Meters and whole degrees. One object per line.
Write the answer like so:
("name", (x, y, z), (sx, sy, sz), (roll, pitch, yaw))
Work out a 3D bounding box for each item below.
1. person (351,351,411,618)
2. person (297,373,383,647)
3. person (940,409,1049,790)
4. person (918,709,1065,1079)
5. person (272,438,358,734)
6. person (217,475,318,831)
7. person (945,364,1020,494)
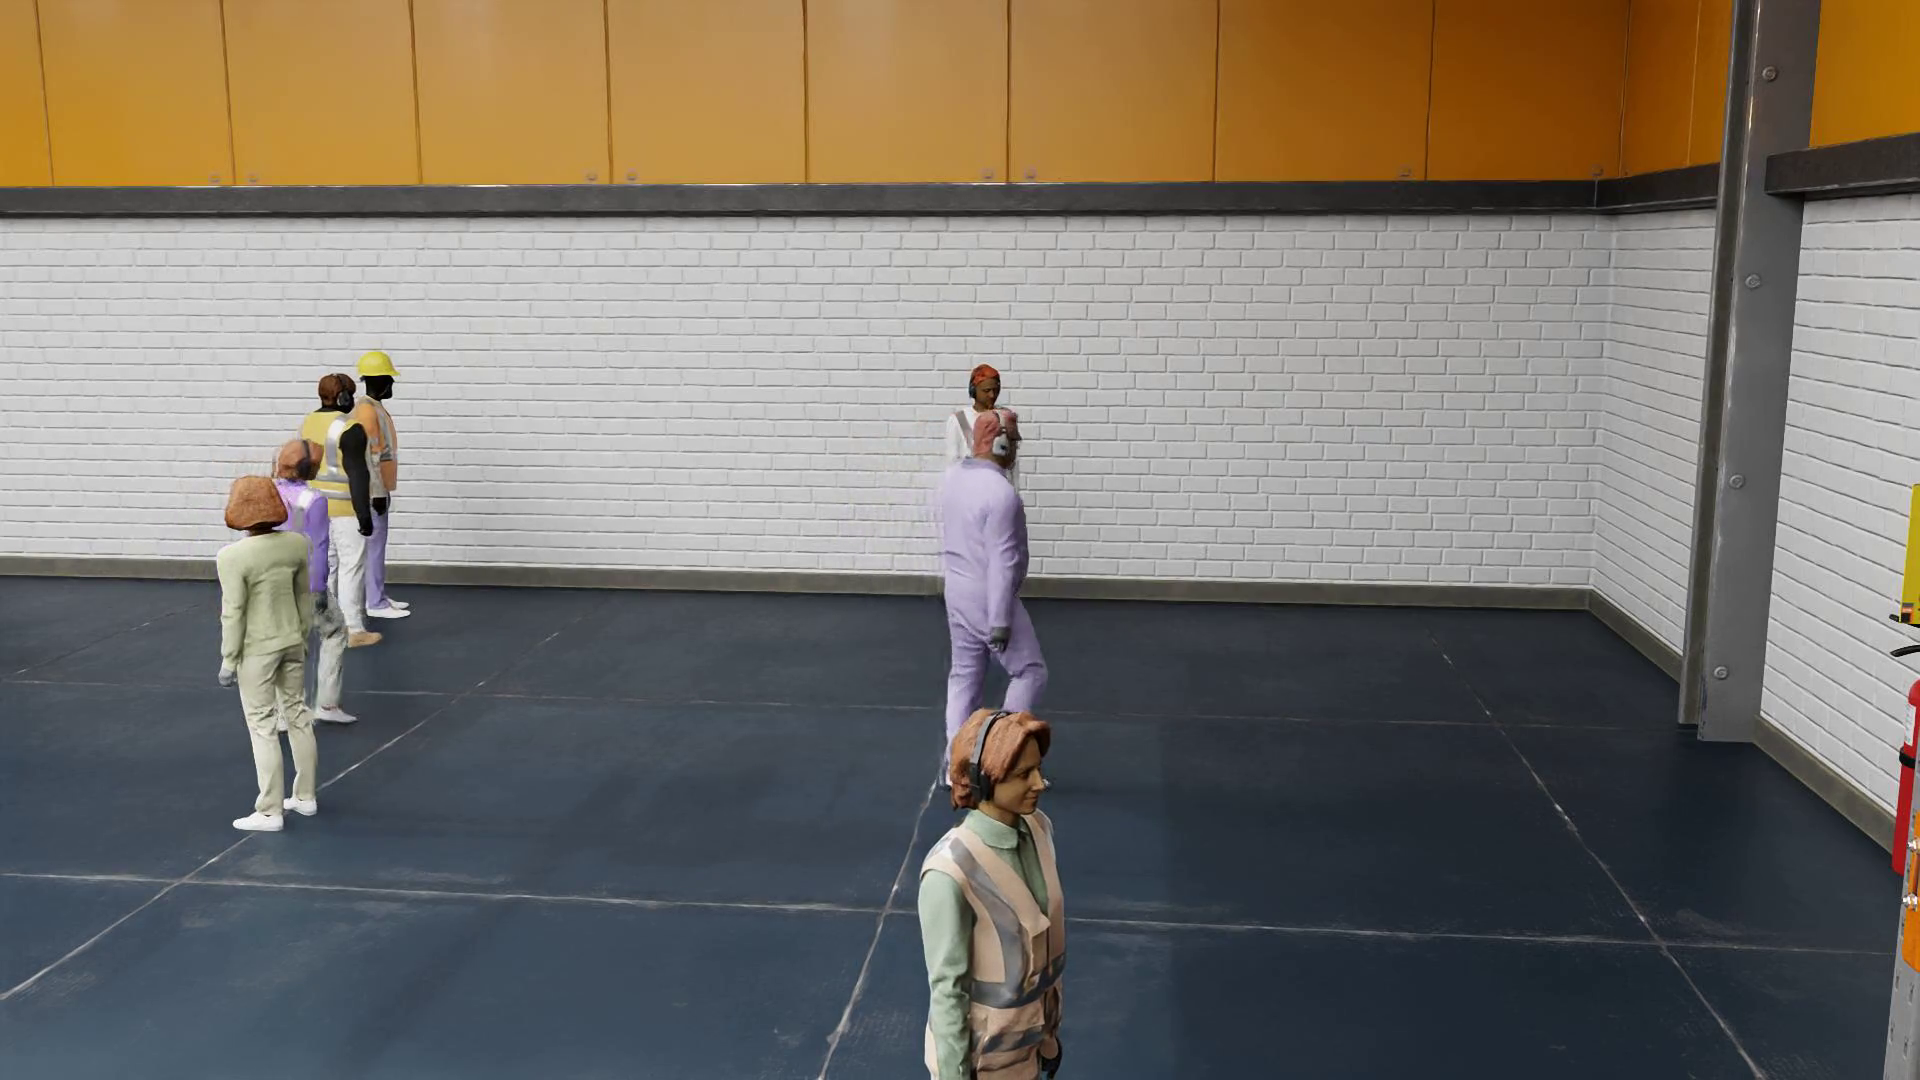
("person", (-4.201, -0.401, 12.031), (0.373, 1.928, 0.584), (-3, 10, -17))
("person", (-4.143, -0.200, 11.158), (0.631, 1.838, 0.430), (8, 12, 37))
("person", (0.193, 0.304, 8.121), (0.607, 1.887, 0.661), (-5, 11, -27))
("person", (0.077, 1.182, 3.794), (0.308, 1.640, 0.510), (5, 11, 26))
("person", (-3.601, 0.252, 9.152), (0.532, 1.619, 0.497), (5, 11, 28))
("person", (-3.181, 0.514, 7.628), (0.277, 1.636, 0.502), (4, 11, 22))
("person", (0.166, -0.267, 11.419), (0.587, 1.878, 0.370), (-7, 12, -33))
